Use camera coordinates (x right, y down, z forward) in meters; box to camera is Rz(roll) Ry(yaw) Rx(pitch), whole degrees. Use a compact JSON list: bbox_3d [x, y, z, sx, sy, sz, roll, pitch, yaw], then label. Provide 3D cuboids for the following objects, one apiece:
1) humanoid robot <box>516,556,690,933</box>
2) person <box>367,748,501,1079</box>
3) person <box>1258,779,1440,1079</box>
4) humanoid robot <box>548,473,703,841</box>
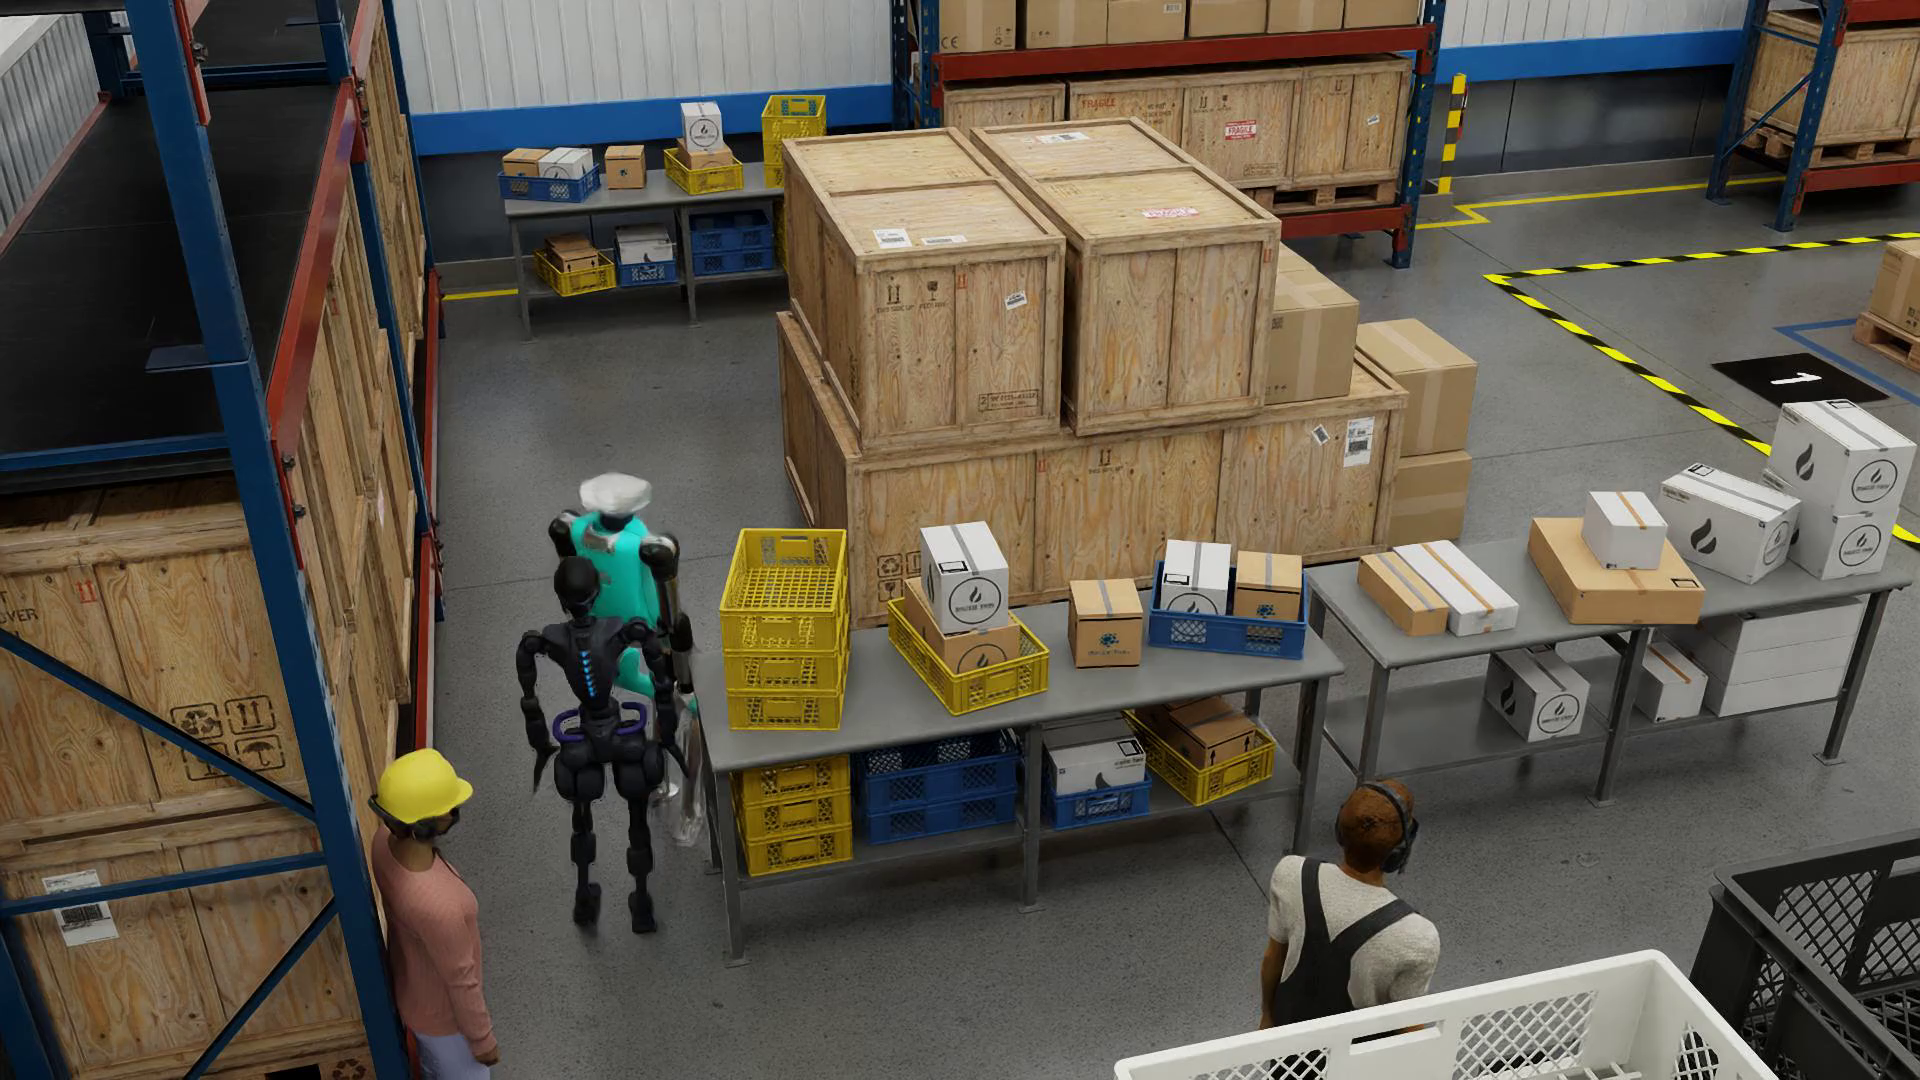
[{"bbox_3d":[-1.327,0.763,6.262,0.585,1.646,0.397,-5,29,-9],"label":"humanoid robot"},{"bbox_3d":[-1.551,1.381,5.066,0.337,1.759,0.526,-20,34,-31],"label":"person"},{"bbox_3d":[1.088,1.471,4.828,0.506,1.837,0.333,21,35,33],"label":"person"},{"bbox_3d":[-1.213,0.441,6.783,0.548,1.769,0.787,11,31,19],"label":"humanoid robot"}]
